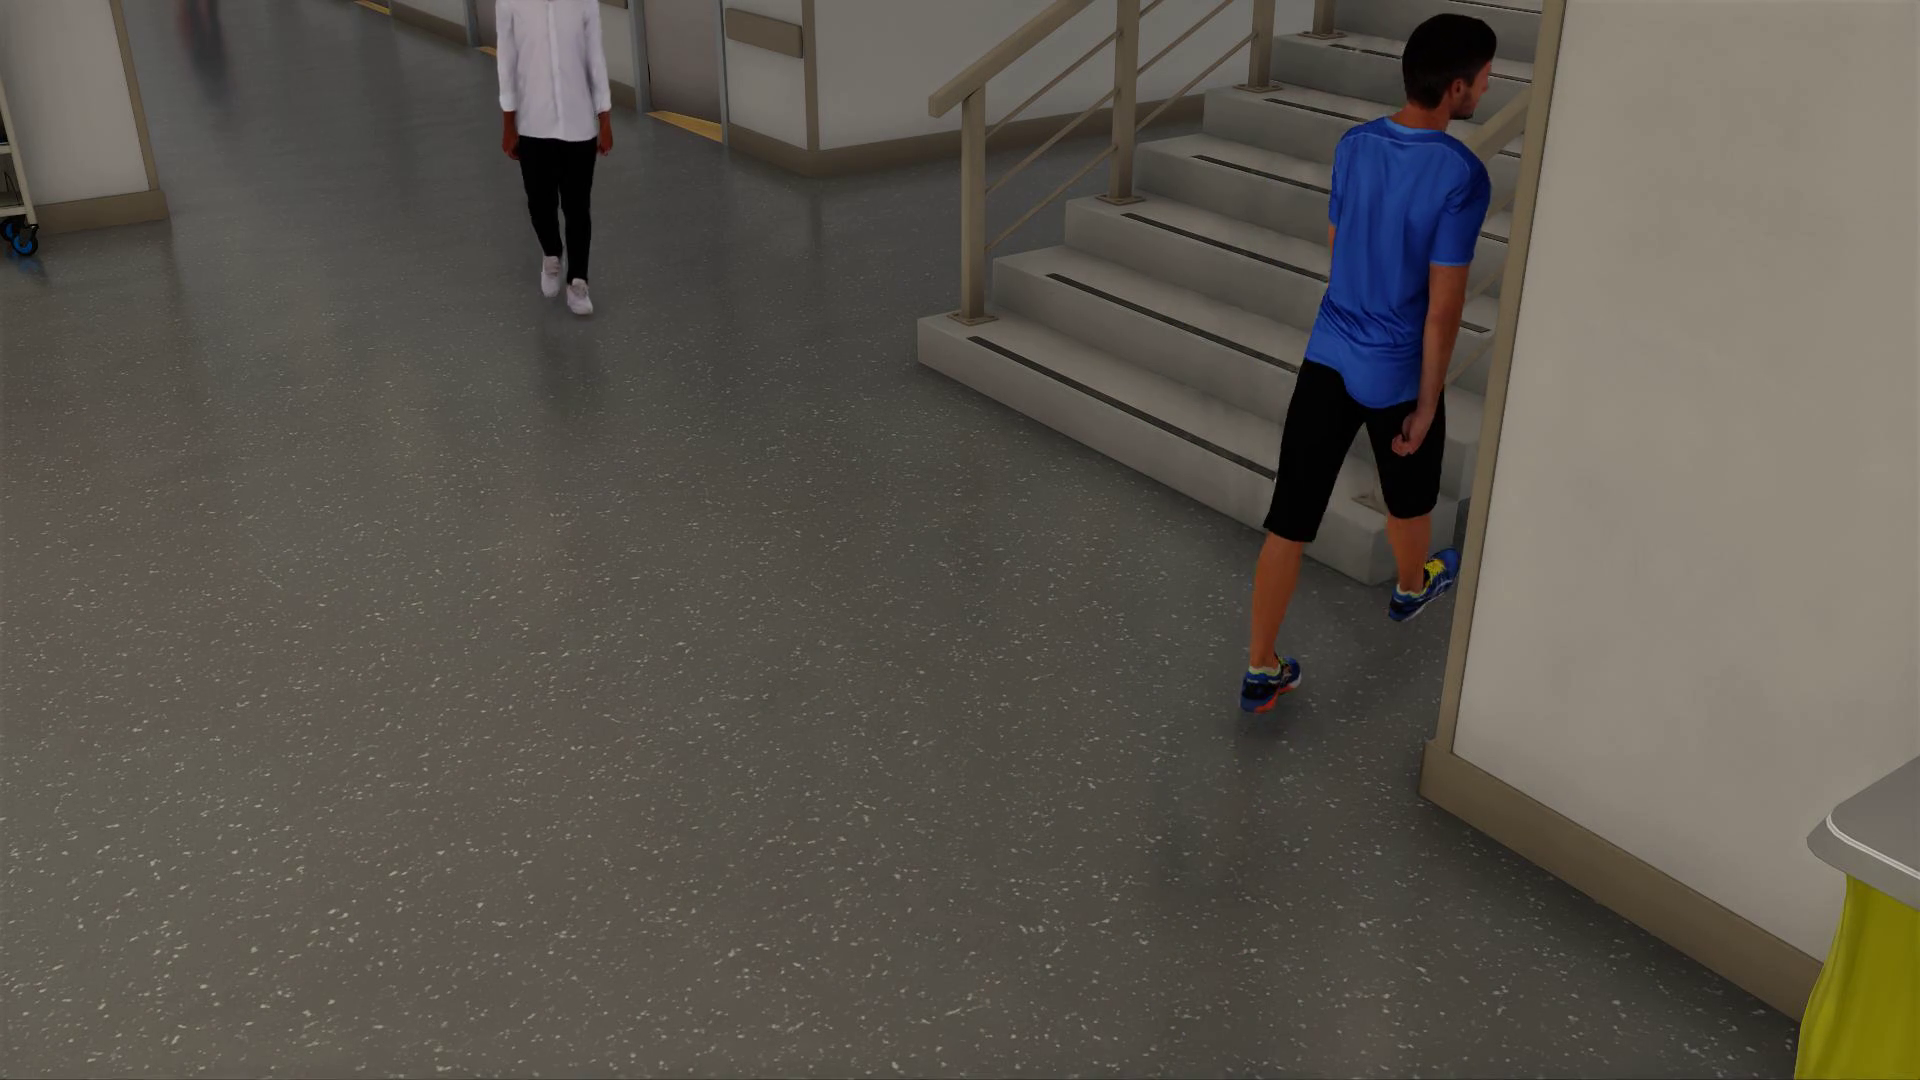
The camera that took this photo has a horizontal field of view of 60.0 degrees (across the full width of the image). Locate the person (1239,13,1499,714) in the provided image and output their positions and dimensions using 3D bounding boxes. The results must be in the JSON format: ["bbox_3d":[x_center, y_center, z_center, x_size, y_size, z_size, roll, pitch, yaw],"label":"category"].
[{"bbox_3d":[1.015,-0.372,4.342,0.901,1.801,1.337,19,32,34],"label":"person"}]

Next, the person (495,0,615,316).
[{"bbox_3d":[-1.861,-1.944,7.603,0.726,1.800,0.811,-8,27,-16],"label":"person"}]
